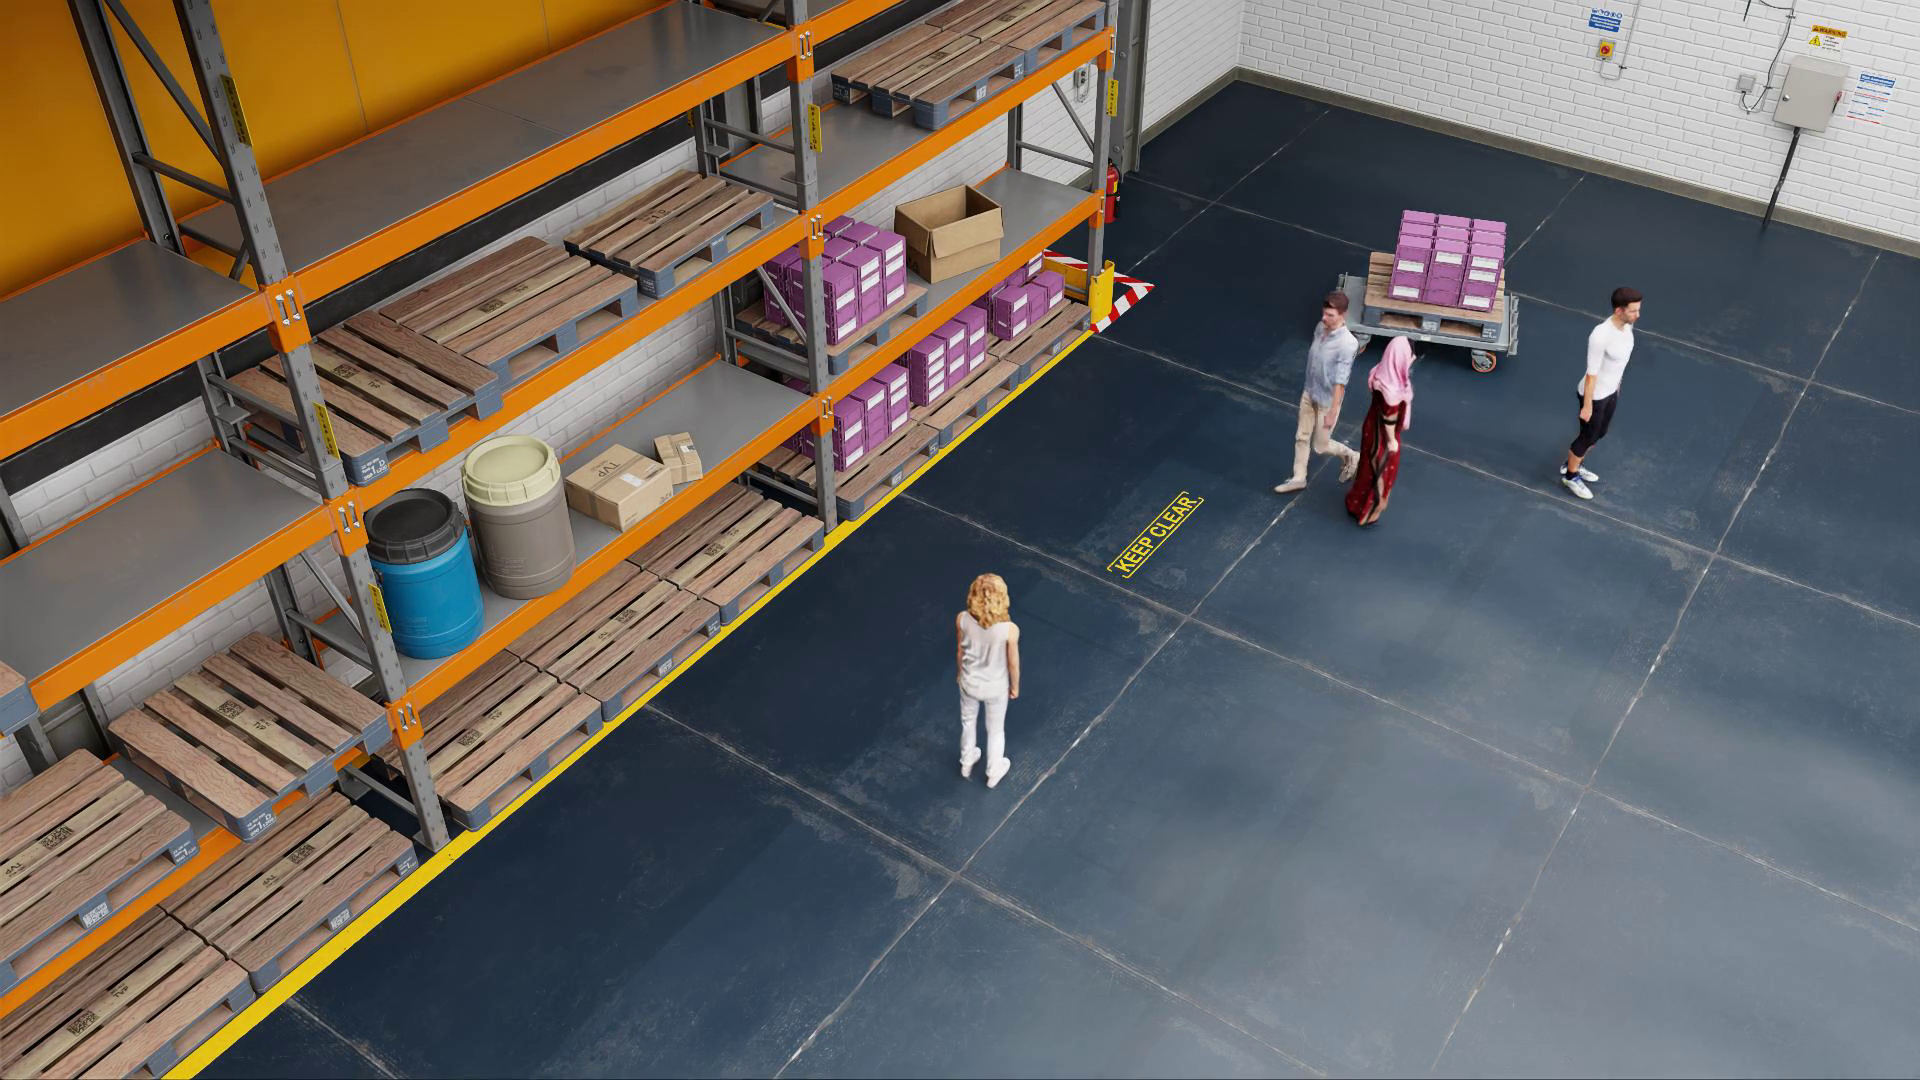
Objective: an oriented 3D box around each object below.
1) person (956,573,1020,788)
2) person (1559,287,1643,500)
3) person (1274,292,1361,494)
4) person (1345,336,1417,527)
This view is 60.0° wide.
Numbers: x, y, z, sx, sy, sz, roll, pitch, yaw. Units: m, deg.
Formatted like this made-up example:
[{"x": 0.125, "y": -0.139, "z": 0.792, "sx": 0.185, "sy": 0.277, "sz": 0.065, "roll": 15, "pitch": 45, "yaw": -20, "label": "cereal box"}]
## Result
[{"x": 0.145, "y": 0.893, "z": 10.631, "sx": 0.635, "sy": 1.671, "sz": 0.627, "roll": 13, "pitch": 40, "yaw": 15, "label": "person"}, {"x": 5.014, "y": -1.189, "z": 13.099, "sx": 0.798, "sy": 1.845, "sz": 0.638, "roll": 32, "pitch": 48, "yaw": 33, "label": "person"}, {"x": 2.938, "y": -1.134, "z": 13.040, "sx": 1.056, "sy": 1.833, "sz": 0.927, "roll": -15, "pitch": 41, "yaw": -18, "label": "person"}, {"x": 3.259, "y": -0.856, "z": 12.849, "sx": 0.833, "sy": 1.637, "sz": 0.674, "roll": 8, "pitch": 39, "yaw": 9, "label": "person"}]
